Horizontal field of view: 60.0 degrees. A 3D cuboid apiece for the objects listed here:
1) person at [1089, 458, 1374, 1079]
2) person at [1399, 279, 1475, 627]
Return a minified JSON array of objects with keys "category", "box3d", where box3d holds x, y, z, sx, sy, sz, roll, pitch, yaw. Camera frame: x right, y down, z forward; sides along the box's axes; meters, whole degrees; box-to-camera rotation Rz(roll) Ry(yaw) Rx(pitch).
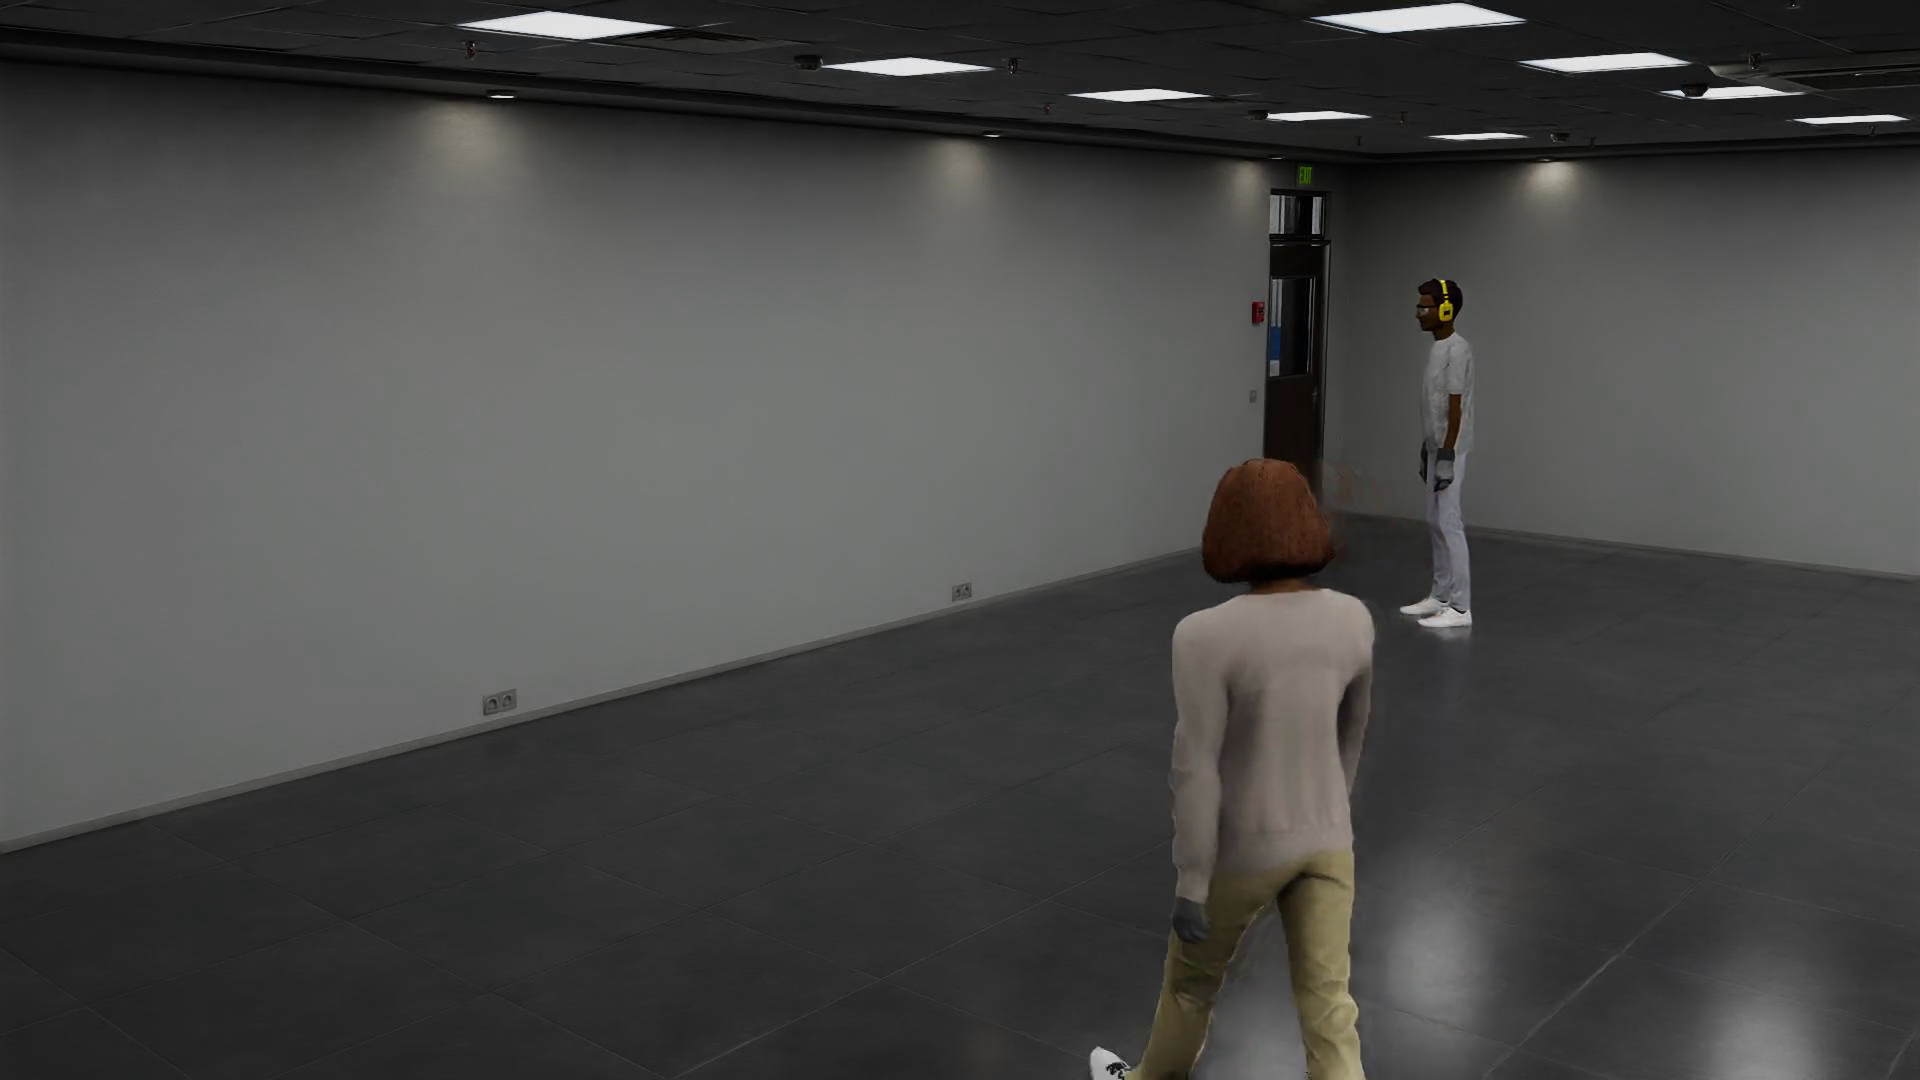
[{"category":"person","box3d":[0.591,0.621,3.467,0.527,1.588,0.830,-5,11,-26]},{"category":"person","box3d":[2.587,-0.462,8.937,0.331,1.861,0.494,0,10,-1]}]
